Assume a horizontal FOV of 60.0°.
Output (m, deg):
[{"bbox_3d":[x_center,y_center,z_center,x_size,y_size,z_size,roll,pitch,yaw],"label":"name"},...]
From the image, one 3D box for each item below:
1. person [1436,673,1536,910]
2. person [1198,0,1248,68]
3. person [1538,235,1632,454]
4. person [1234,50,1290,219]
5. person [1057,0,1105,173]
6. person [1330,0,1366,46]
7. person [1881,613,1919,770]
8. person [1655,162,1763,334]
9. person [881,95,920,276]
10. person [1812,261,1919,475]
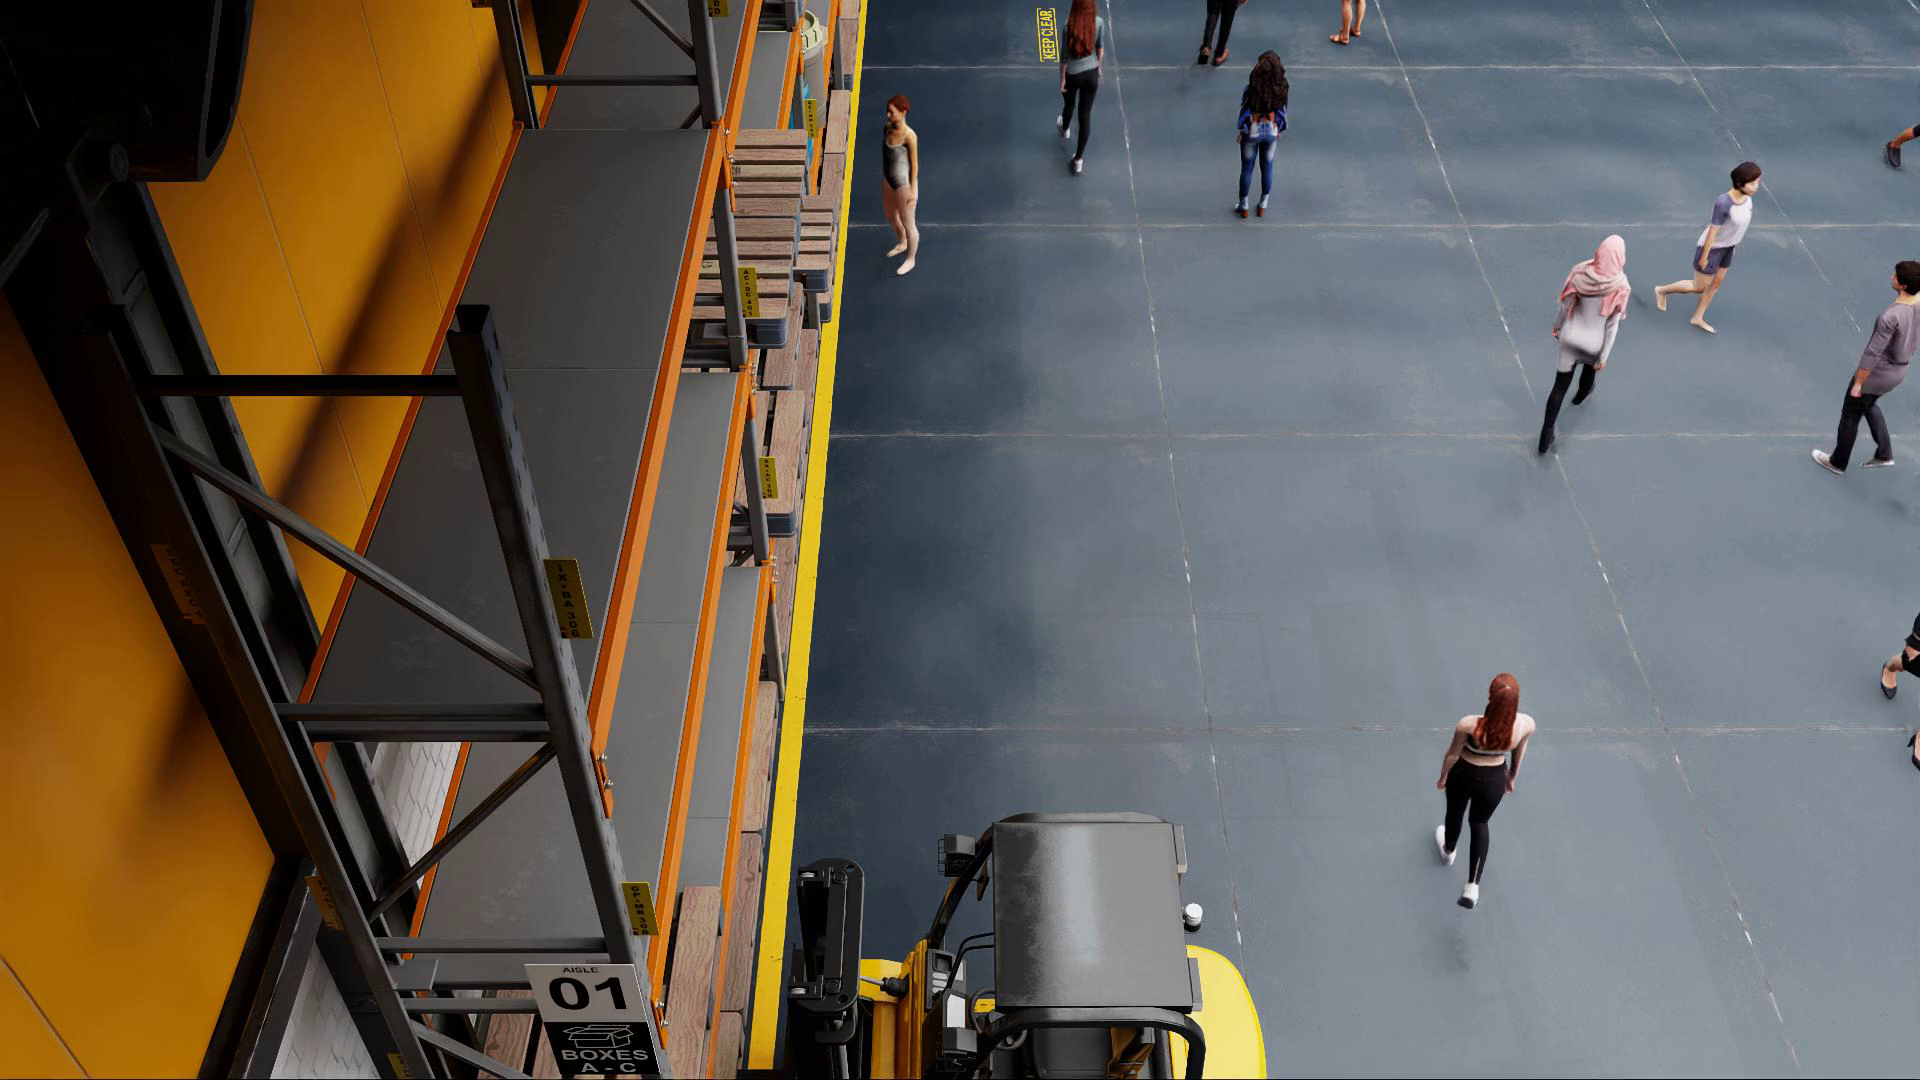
[{"bbox_3d":[2.962,1.443,9.475,0.619,1.727,0.965,2,44,2],"label":"person"},{"bbox_3d":[2.648,-5.617,16.787,0.901,1.863,1.005,18,47,18],"label":"person"},{"bbox_3d":[4.632,-1.415,12.455,1.063,1.754,1.257,25,49,24],"label":"person"},{"bbox_3d":[2.687,-3.630,14.882,0.609,1.614,0.555,-2,44,-2],"label":"person"},{"bbox_3d":[1.141,-4.235,15.454,0.705,1.701,1.100,-6,44,-6],"label":"person"},{"bbox_3d":[4.150,-5.964,17.349,0.671,1.590,0.732,-34,53,-31],"label":"person"},{"bbox_3d":[6.167,0.586,10.444,0.794,1.630,1.104,5,44,5],"label":"person"},{"bbox_3d":[6.175,-2.449,13.686,0.809,1.553,0.894,-27,50,-26],"label":"person"},{"bbox_3d":[-0.489,-3.078,14.276,0.732,1.651,0.671,-34,53,-30],"label":"person"},{"bbox_3d":[6.799,-1.192,12.165,0.853,1.833,0.910,-16,46,-16],"label":"person"}]
